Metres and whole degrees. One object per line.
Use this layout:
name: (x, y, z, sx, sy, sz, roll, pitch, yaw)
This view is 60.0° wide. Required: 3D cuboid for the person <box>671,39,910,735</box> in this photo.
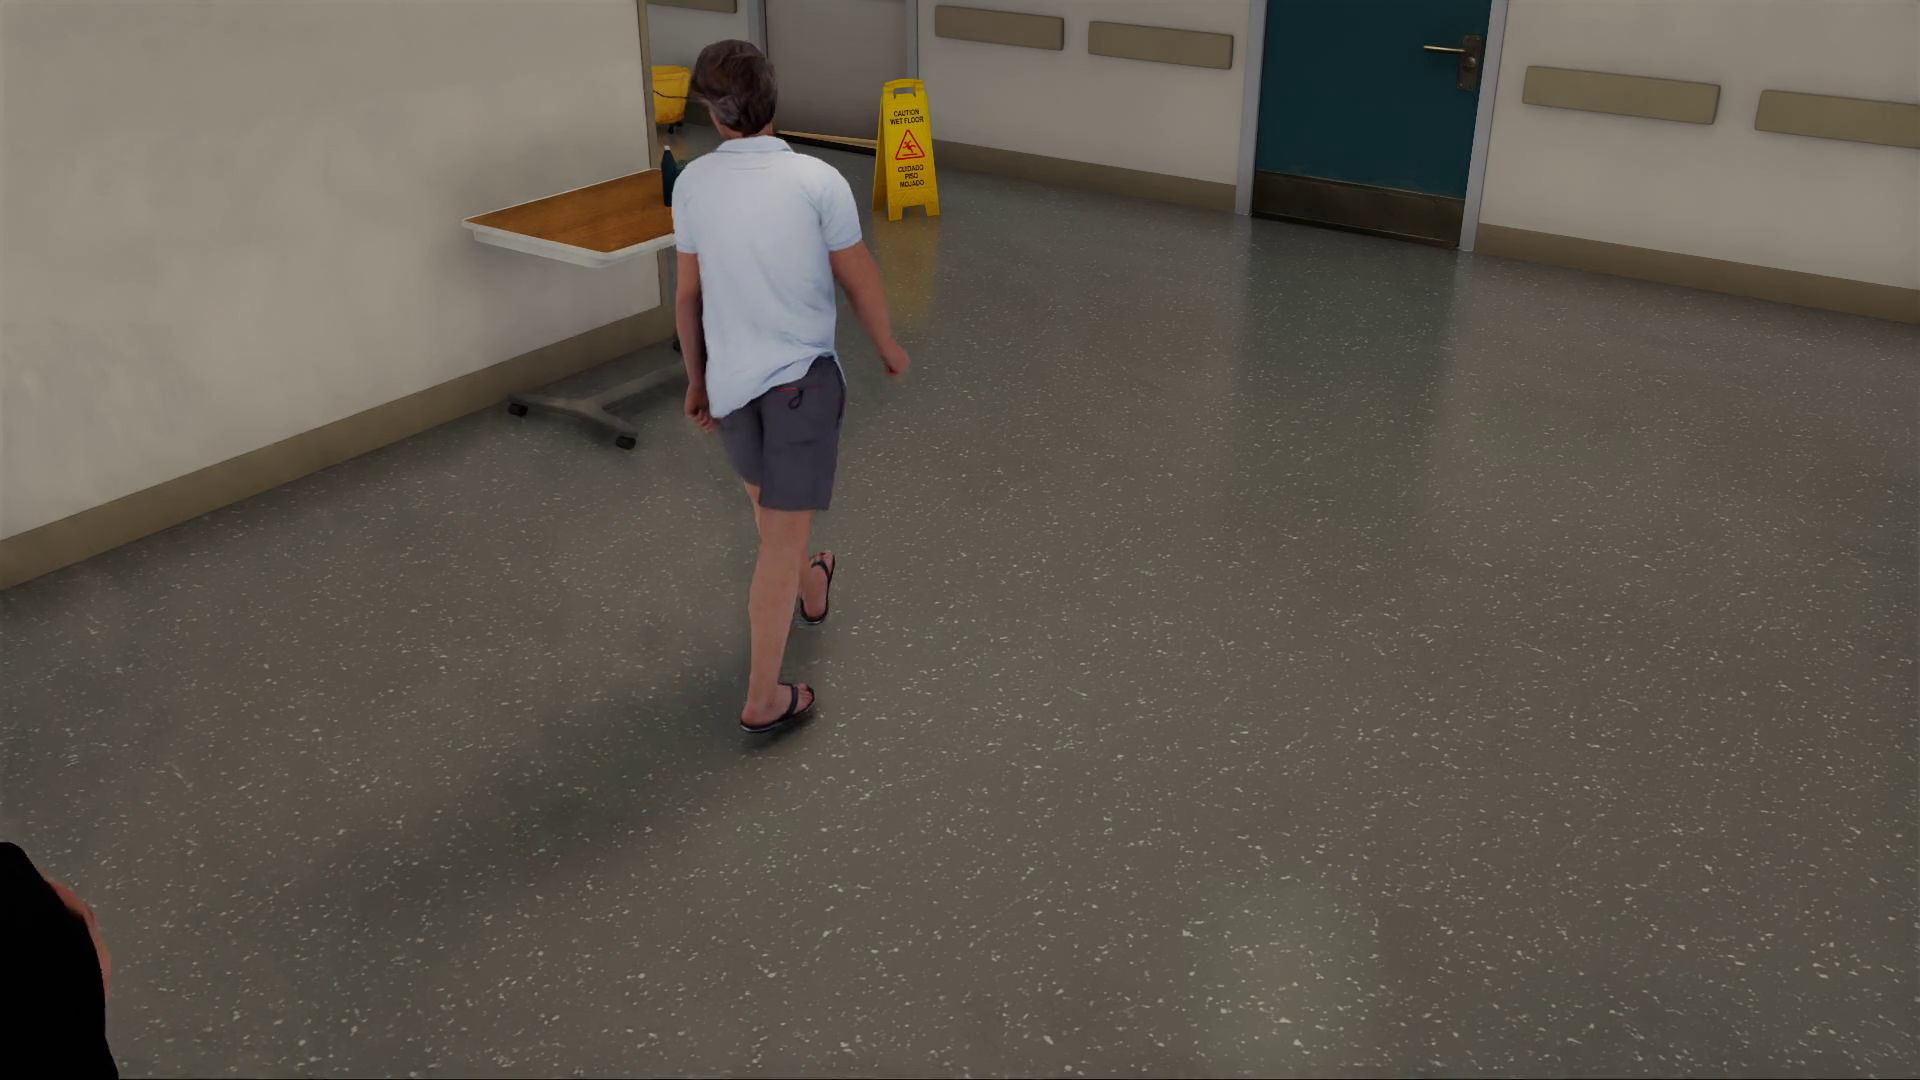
person: (-0.527, -0.339, 4.371, 1.132, 1.784, 0.953, 9, 27, 19)
